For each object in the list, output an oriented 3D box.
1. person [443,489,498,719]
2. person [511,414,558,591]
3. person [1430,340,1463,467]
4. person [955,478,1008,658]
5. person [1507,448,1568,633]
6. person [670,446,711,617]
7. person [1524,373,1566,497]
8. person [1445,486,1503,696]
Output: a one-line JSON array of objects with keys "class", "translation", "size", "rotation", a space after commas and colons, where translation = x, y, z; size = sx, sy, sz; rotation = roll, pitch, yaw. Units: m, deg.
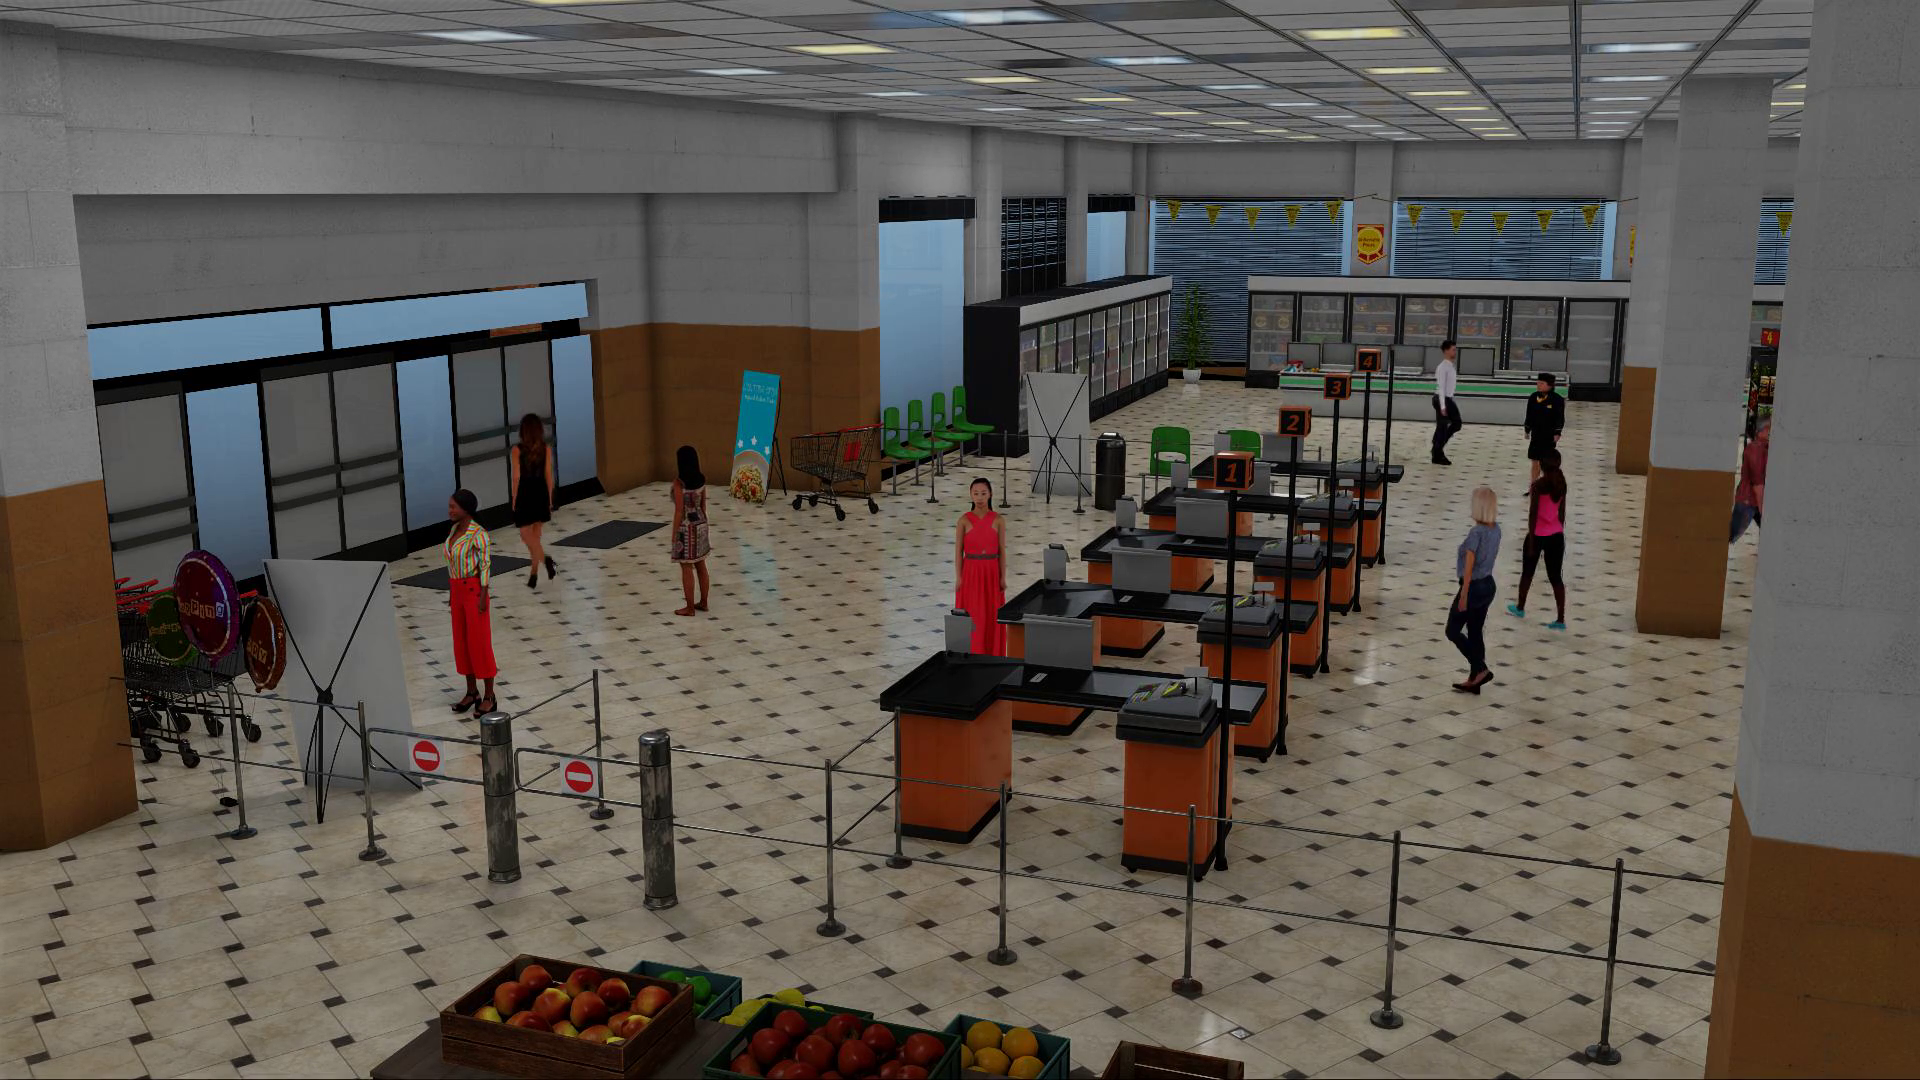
[{"class": "person", "translation": [-3.791, 0.488, 12.875], "size": [0.554, 1.793, 0.708], "rotation": [8, 15, 35]}, {"class": "person", "translation": [-4.282, -0.339, 16.753], "size": [0.906, 1.814, 1.037], "rotation": [-8, 14, -33]}, {"class": "person", "translation": [7.128, -2.048, 24.774], "size": [0.736, 1.853, 0.720], "rotation": [8, 15, 35]}, {"class": "person", "translation": [0.171, 0.336, 13.763], "size": [0.654, 1.726, 0.765], "rotation": [-1, 12, -6]}, {"class": "person", "translation": [5.439, 0.040, 15.297], "size": [1.153, 1.672, 1.034], "rotation": [-2, 12, -11]}, {"class": "person", "translation": [-2.600, -0.097, 16.016], "size": [0.600, 1.645, 0.693], "rotation": [7, 14, 31]}, {"class": "person", "translation": [7.757, -1.388, 22.081], "size": [0.863, 1.671, 0.757], "rotation": [-10, 15, -38]}, {"class": "person", "translation": [4.207, 0.432, 13.329], "size": [0.758, 1.715, 0.724], "rotation": [12, 17, 44]}]
